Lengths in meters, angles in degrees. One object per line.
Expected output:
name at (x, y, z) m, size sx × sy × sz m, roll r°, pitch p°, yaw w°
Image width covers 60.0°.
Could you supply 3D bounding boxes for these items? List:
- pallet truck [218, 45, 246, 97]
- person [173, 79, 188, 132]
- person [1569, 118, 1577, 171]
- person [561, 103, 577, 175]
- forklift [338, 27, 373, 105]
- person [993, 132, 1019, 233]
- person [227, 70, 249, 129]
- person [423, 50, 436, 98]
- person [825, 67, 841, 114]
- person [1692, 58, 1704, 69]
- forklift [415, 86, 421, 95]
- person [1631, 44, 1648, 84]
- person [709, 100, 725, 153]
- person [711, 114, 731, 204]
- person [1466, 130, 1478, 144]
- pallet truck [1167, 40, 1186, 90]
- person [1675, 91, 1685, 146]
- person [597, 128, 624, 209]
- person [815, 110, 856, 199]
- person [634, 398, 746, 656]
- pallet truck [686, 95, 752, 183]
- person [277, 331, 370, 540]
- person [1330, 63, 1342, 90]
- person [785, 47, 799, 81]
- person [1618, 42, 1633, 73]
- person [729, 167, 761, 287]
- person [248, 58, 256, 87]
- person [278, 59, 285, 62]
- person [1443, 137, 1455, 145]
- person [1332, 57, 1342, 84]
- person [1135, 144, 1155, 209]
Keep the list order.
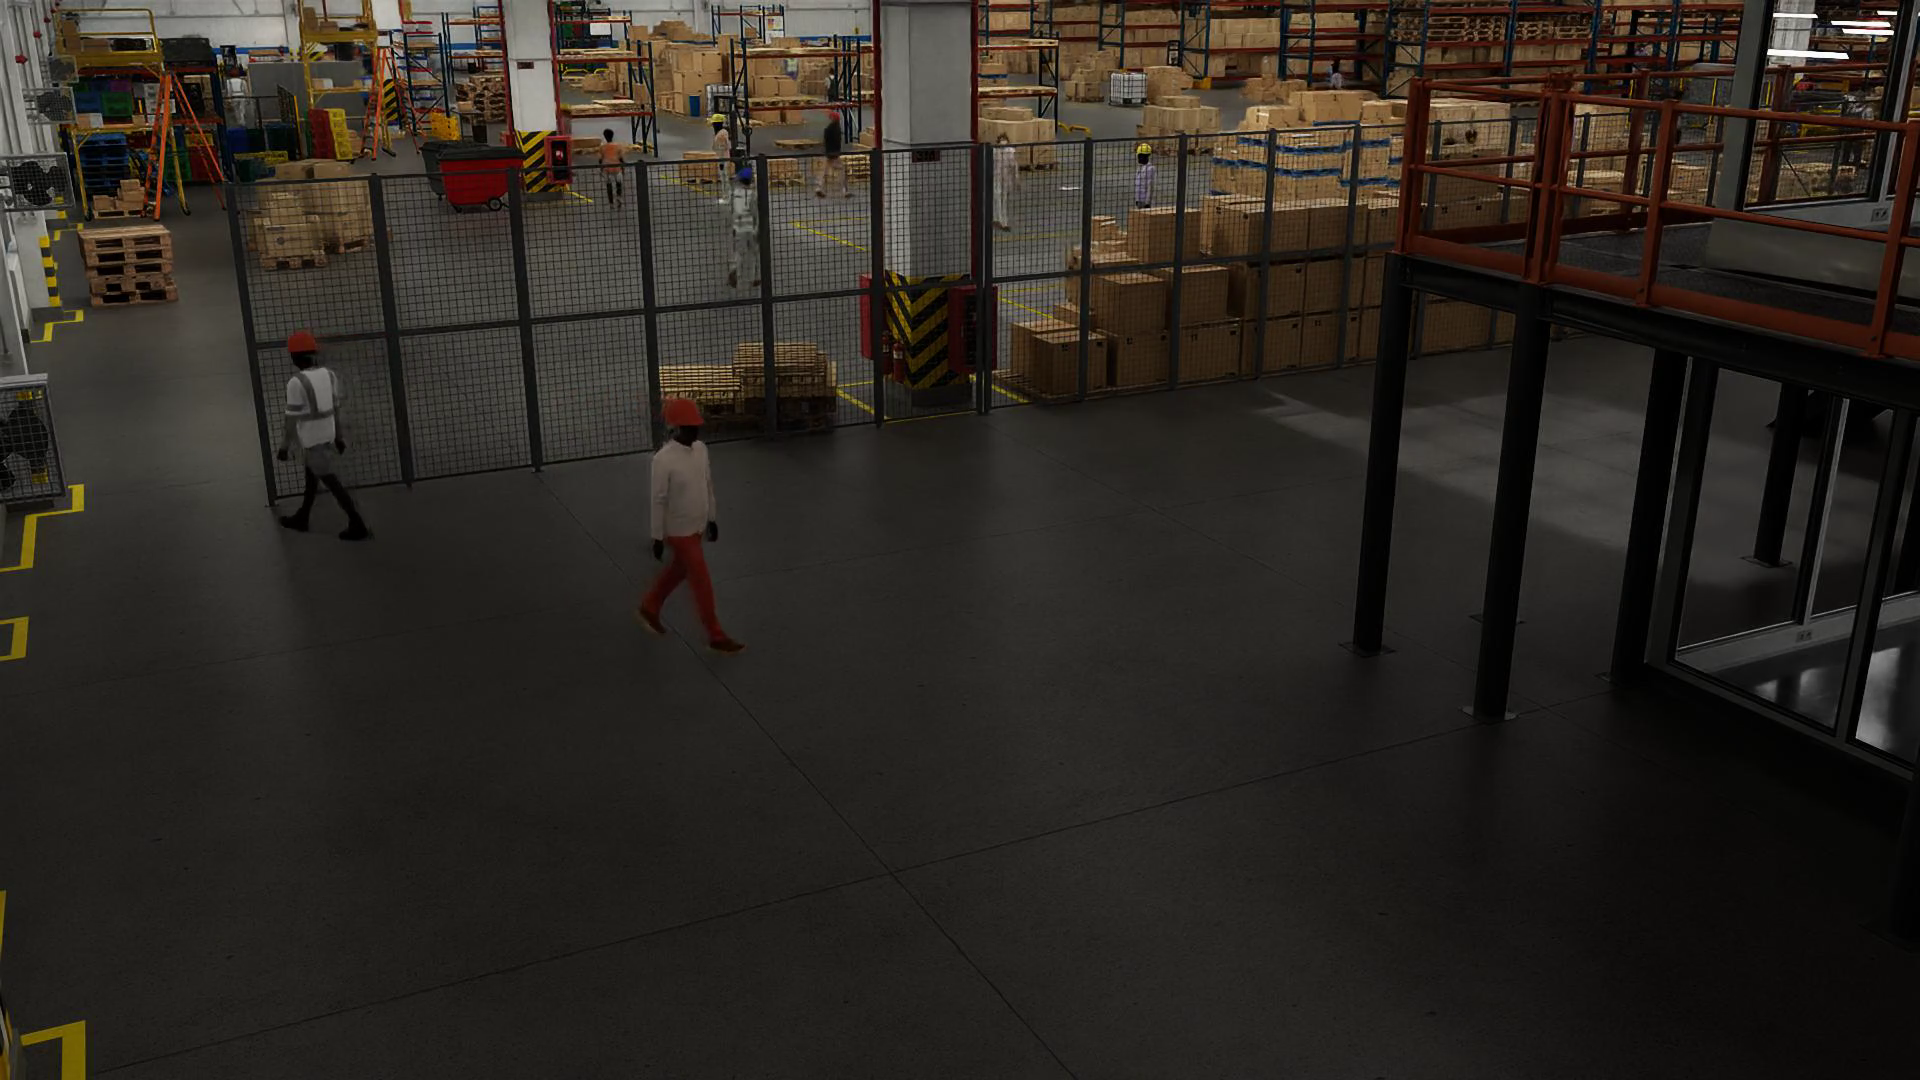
pallet truck at (-28.879, -18.665, 66.111) m, size 0.823 × 1.965 × 1.885 m, roll -3°, pitch 19°, yaw -9°
person at (-24.433, -13.571, 51.988) m, size 0.534 × 1.623 × 0.838 m, roll -2°, pitch 19°, yaw -6°
person at (13.945, -9.111, 38.369) m, size 0.417 × 2.034 × 0.604 m, roll -2°, pitch 19°, yaw -6°
person at (-9.691, -9.827, 40.849) m, size 0.463 × 1.759 × 0.531 m, roll -12°, pitch 22°, yaw -30°
forklift at (-22.393, -17.327, 60.899) m, size 1.873 × 2.768 × 1.129 m, roll -9°, pitch 21°, yaw -25°
person at (0.827, -6.996, 32.457) m, size 0.647 × 1.893 × 1.011 m, roll -8°, pitch 20°, yaw -21°
person at (-22.879, -13.971, 52.758) m, size 0.595 × 1.842 × 0.979 m, roll -5°, pitch 20°, yaw -15°
person at (-20.558, -17.999, 64.354) m, size 0.648 × 1.890 × 1.014 m, roll 0°, pitch 19°, yaw 0°
person at (-4.170, -14.570, 54.516) m, size 0.529 × 1.818 × 0.795 m, roll -2°, pitch 19°, yaw -5°
person at (27.738, -17.242, 62.460) m, size 0.712 × 1.666 × 0.552 m, roll -12°, pitch 22°, yaw -31°
forklift at (-22.514, -19.021, 65.808) m, size 1.129 × 2.768 × 1.873 m, roll 14°, pitch 23°, yaw 35°
person at (27.918, -19.425, 68.400) m, size 0.627 × 1.940 × 0.371 m, roll 4°, pitch 19°, yaw 11°
person at (-6.224, -10.415, 42.646) m, size 0.489 × 1.697 × 0.904 m, roll 6°, pitch 20°, yaw 16°
person at (-5.183, -8.277, 36.124) m, size 0.389 × 1.922 × 0.589 m, roll -2°, pitch 19°, yaw -5°
person at (10.249, -7.372, 33.651) m, size 0.968 × 1.824 × 0.539 m, roll 2°, pitch 19°, yaw 6°
pallet truck at (9.045, -19.971, 69.895) m, size 0.823 × 1.965 × 1.885 m, roll -3°, pitch 19°, yaw -8°
person at (19.849, -11.579, 46.060) m, size 0.554 × 1.657 × 0.803 m, roll -5°, pitch 20°, yaw -14°
person at (-7.397, -7.860, 35.236) m, size 0.552 × 1.687 × 0.350 m, roll -5°, pitch 20°, yaw -15°
person at (-2.823, -8.531, 36.829) m, size 1.038 × 1.944 × 0.648 m, roll 12°, pitch 22°, yaw 30°
person at (-2.096, -0.130, 12.448) m, size 1.007 × 1.957 × 0.620 m, roll 8°, pitch 21°, yaw 23°
pallet truck at (-5.836, -9.608, 39.856) m, size 0.823 × 1.965 × 1.885 m, roll 10°, pitch 22°, yaw 27°
person at (-5.767, -0.922, 14.850) m, size 0.986 × 1.891 × 0.561 m, roll 4°, pitch 20°, yaw 13°
person at (12.323, -14.732, 54.824) m, size 1.007 × 1.914 × 0.607 m, roll 16°, pitch 24°, yaw 38°
person at (-6.740, -18.731, 66.465) m, size 0.604 × 1.893 × 0.799 m, roll -7°, pitch 20°, yaw -20°
person at (30.615, -22.096, 76.279) m, size 0.642 × 1.860 × 0.982 m, roll -9°, pitch 21°, yaw -23°
person at (-3.413, -4.963, 26.492) m, size 0.617 × 1.932 × 0.732 m, roll 6°, pitch 20°, yaw 18°
person at (-24.419, -15.688, 57.585) m, size 0.373 × 1.929 × 0.542 m, roll -6°, pitch 20°, yaw -18°
person at (-23.617, -15.786, 57.937) m, size 0.715 × 1.895 × 0.362 m, roll 5°, pitch 20°, yaw 15°
person at (9.316, -6.796, 31.938) m, size 0.621 × 1.845 × 0.429 m, roll -10°, pitch 21°, yaw -27°
person at (14.240, -17.449, 63.061) m, size 0.742 × 1.676 × 0.538 m, roll -6°, pitch 20°, yaw -16°
person at (3.307, -6.157, 29.956) m, size 0.363 × 1.928 × 0.587 m, roll -5°, pitch 20°, yaw -14°
